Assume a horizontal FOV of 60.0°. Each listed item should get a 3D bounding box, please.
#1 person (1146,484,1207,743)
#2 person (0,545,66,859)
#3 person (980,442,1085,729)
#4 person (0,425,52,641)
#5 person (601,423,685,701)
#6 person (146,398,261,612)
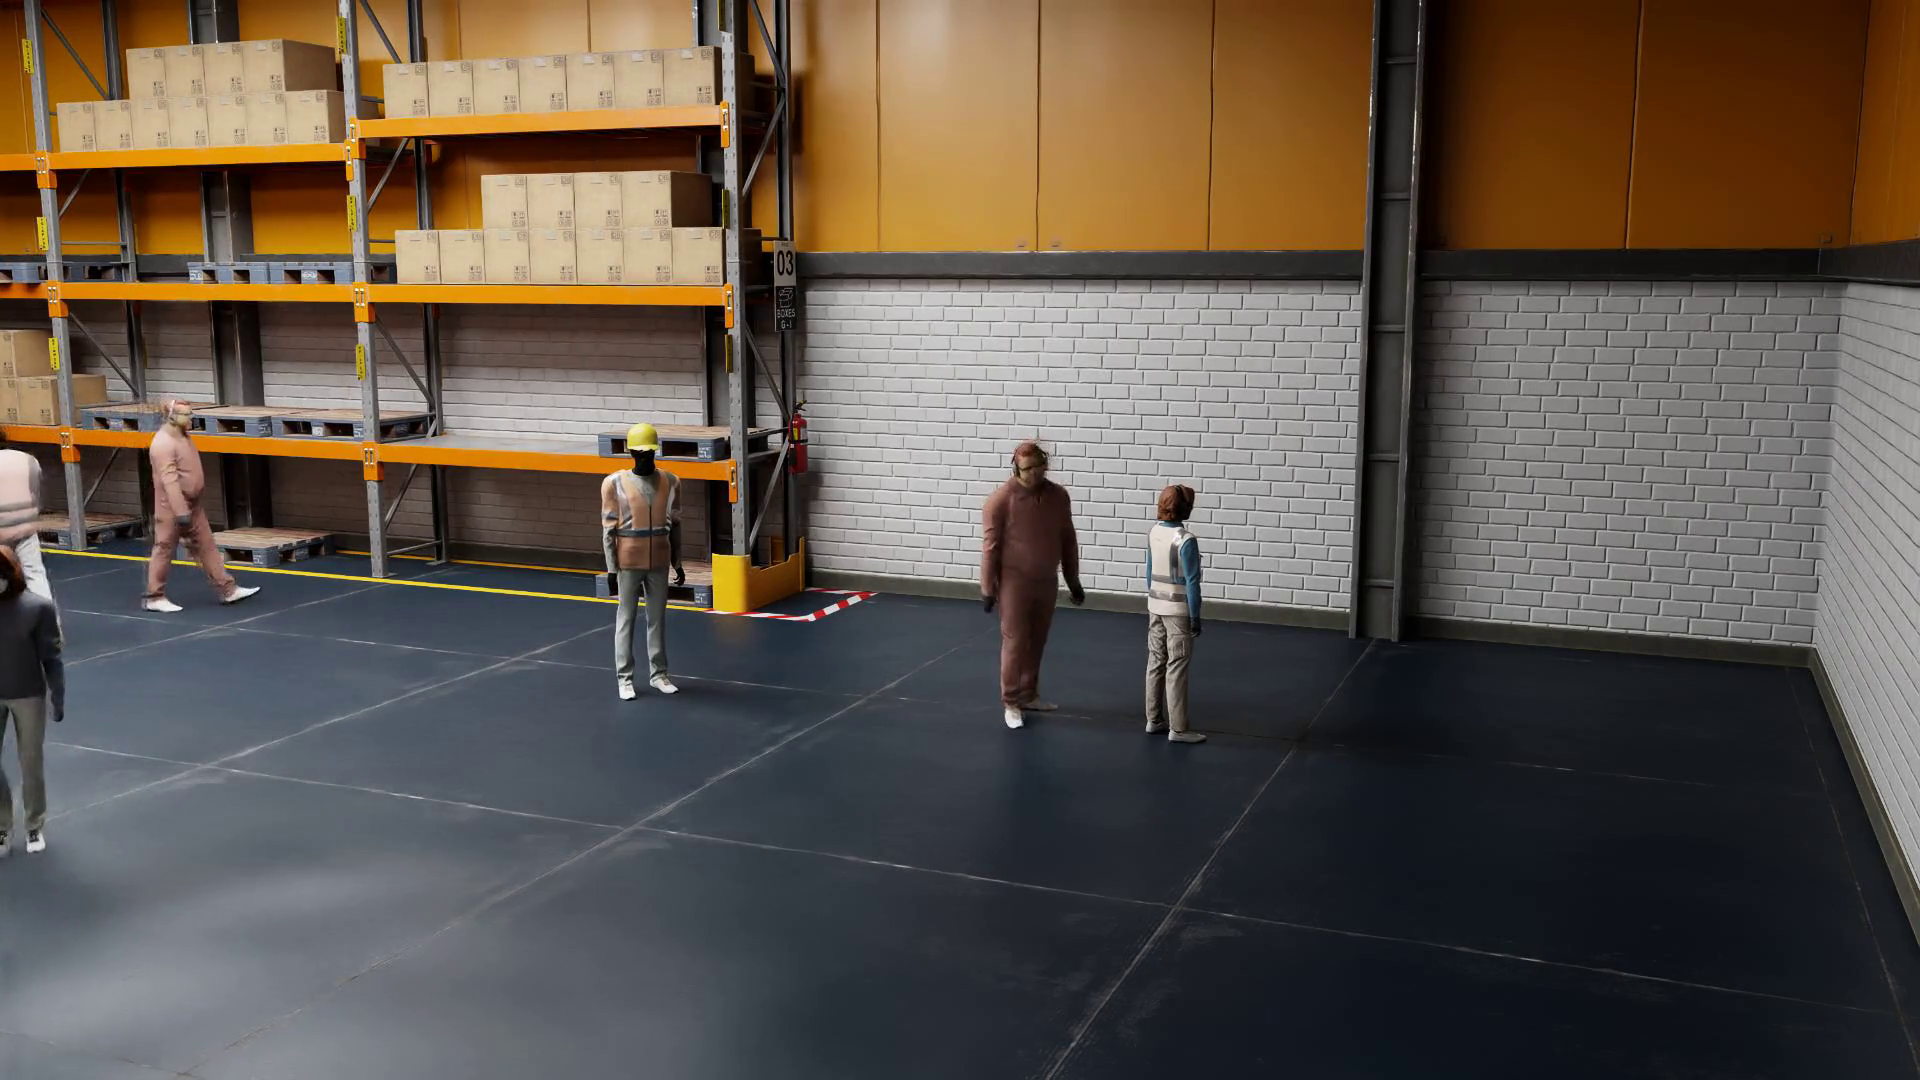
[{"bbox_3d":[1.352,0.465,10.539,0.308,1.641,0.514,-5,11,-28],"label":"person"},{"bbox_3d":[-4.828,0.822,8.435,0.536,1.616,0.447,-5,10,-27],"label":"person"},{"bbox_3d":[0.439,0.283,10.963,0.706,1.885,0.549,-6,11,-34],"label":"person"},{"bbox_3d":[-7.590,-0.051,13.229,0.979,1.792,0.640,6,11,31],"label":"person"},{"bbox_3d":[-2.198,0.143,11.612,0.585,1.928,0.378,-6,11,-32],"label":"person"},{"bbox_3d":[-6.670,-0.297,14.474,0.976,1.861,0.657,-1,9,-4],"label":"person"}]
